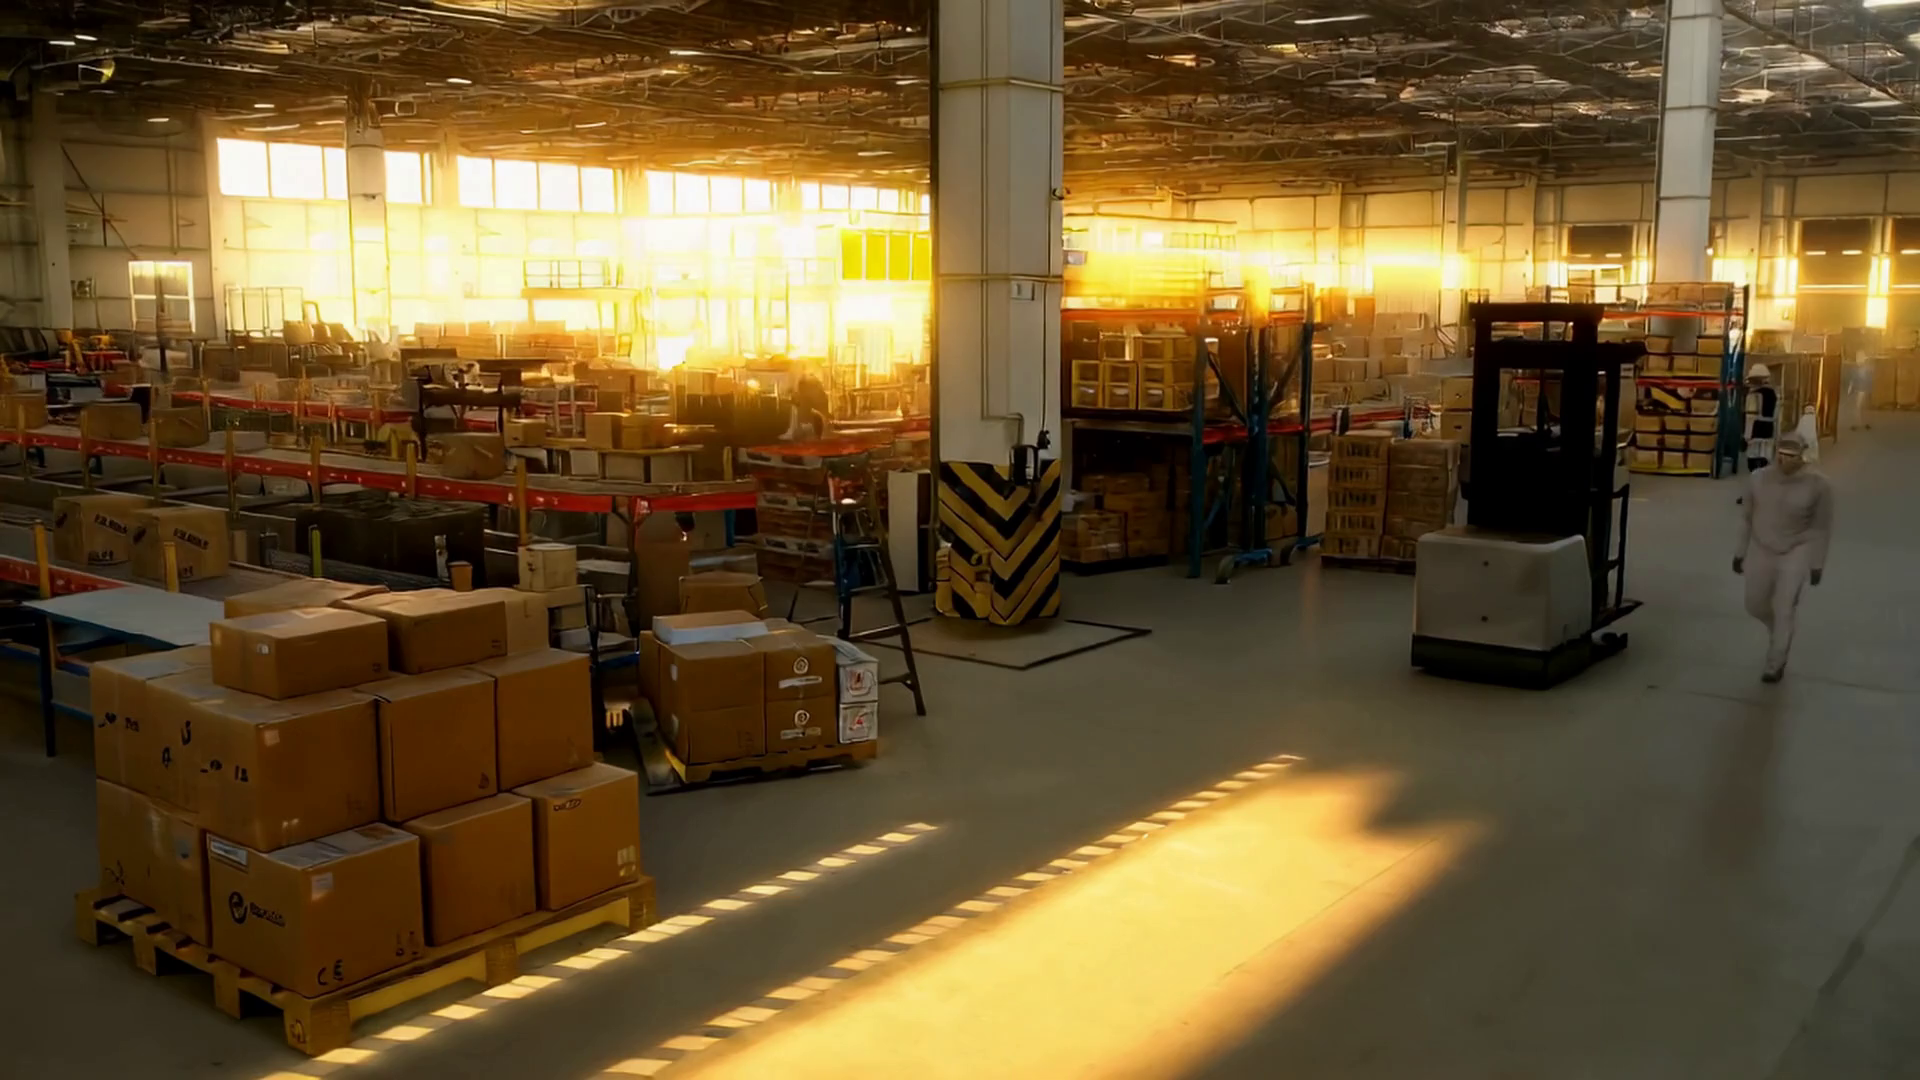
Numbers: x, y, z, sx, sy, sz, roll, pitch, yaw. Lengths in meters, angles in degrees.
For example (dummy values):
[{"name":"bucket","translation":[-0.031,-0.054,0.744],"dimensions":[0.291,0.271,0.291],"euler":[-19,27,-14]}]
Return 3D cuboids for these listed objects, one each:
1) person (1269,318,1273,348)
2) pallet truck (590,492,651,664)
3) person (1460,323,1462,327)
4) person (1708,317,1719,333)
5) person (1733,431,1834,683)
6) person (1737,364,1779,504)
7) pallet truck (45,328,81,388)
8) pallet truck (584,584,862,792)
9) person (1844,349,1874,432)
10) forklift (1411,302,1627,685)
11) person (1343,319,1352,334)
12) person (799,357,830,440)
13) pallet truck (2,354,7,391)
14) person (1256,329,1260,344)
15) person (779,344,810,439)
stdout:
[{"name":"person","translation":[16.409,-11.049,87.905],"dimensions":[0.511,1.826,0.662],"euler":[3,9,22]},{"name":"pallet truck","translation":[-3.115,0.344,12.883],"dimensions":[0.653,1.274,1.630],"euler":[7,11,37]},{"name":"person","translation":[23.338,-9.639,78.175],"dimensions":[0.610,1.903,0.993],"euler":[6,10,35]},{"name":"person","translation":[32.235,-8.617,71.119],"dimensions":[0.933,1.962,0.624],"euler":[0,8,1]},{"name":"person","translation":[6.211,0.104,12.534],"dimensions":[0.690,1.882,0.655],"euler":[-7,11,-40]},{"name":"person","translation":[10.925,-1.446,22.807],"dimensions":[0.547,1.938,0.379],"euler":[-4,9,-26]},{"name":"pallet truck","translation":[-23.775,-4.544,43.495],"dimensions":[1.885,1.965,0.823],"euler":[6,10,35]},{"name":"pallet truck","translation":[-1.426,0.805,10.019],"dimensions":[1.601,1.201,0.680],"euler":[-4,9,-26]},{"name":"person","translation":[18.955,-3.141,34.921],"dimensions":[0.845,1.732,0.526],"euler":[-4,9,-24]},{"name":"forklift","translation":[4.379,-0.438,12.852],"dimensions":[1.129,2.768,1.873],"euler":[7,11,37]},{"name":"person","translation":[14.605,-7.315,62.431],"dimensions":[0.569,1.921,0.550],"euler":[-4,9,-26]},{"name":"person","translation":[-2.270,-1.929,26.217],"dimensions":[0.430,1.885,0.644],"euler":[2,9,13]},{"name":"pallet truck","translation":[-24.881,-4.417,42.634],"dimensions":[1.885,1.965,0.823],"euler":[8,11,41]},{"name":"person","translation":[12.406,-8.162,68.391],"dimensions":[0.506,1.847,0.345],"euler":[2,9,13]},{"name":"person","translation":[-3.207,-2.977,33.291],"dimensions":[0.946,1.903,0.545],"euler":[-6,10,-33]}]
